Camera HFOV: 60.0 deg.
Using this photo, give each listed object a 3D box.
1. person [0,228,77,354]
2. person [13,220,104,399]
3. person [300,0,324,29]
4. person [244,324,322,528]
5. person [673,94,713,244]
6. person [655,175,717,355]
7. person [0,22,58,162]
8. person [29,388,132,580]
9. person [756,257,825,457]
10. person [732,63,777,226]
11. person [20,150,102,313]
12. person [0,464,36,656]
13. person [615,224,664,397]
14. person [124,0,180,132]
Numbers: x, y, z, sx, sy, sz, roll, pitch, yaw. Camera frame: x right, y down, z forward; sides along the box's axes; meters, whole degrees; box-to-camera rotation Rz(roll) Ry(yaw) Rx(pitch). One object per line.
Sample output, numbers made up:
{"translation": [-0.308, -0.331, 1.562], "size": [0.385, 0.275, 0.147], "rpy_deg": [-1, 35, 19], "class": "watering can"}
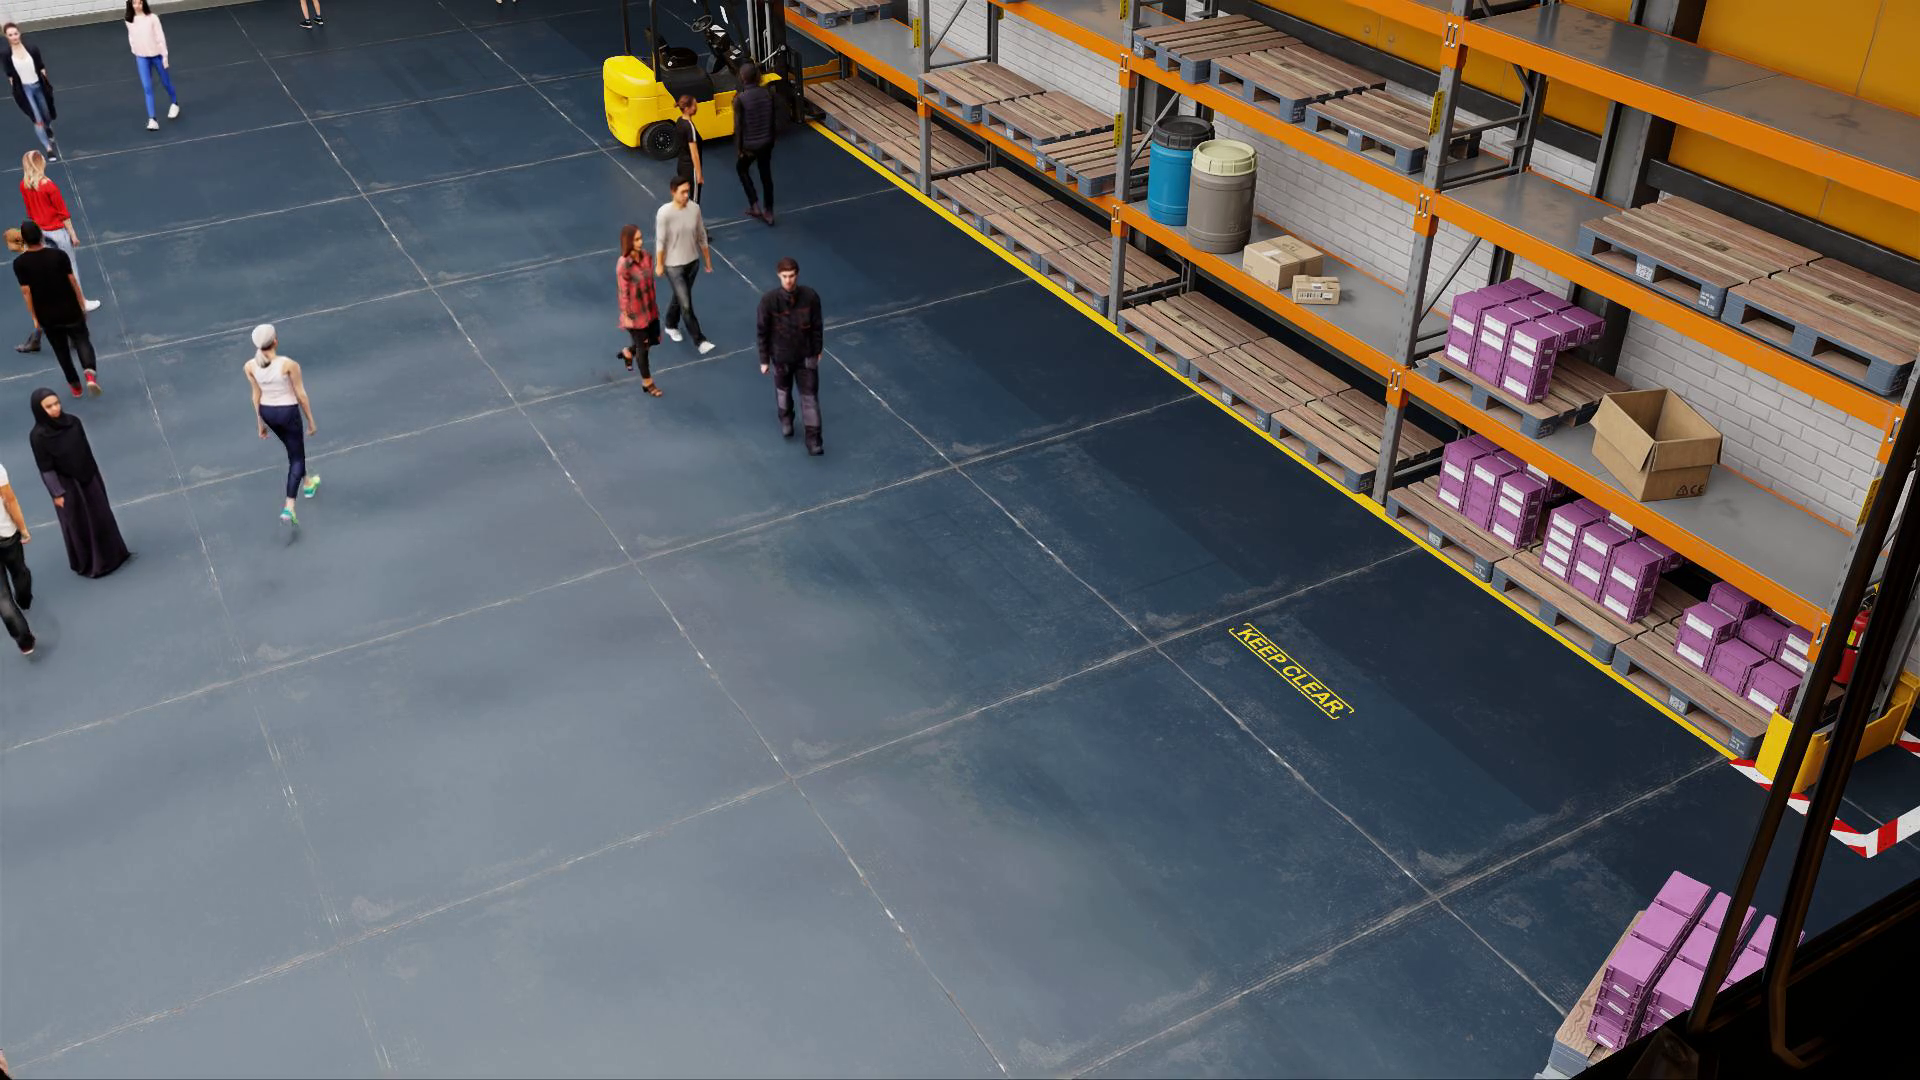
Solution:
{"translation": [-8.854, -2.434, 16.188], "size": [0.595, 1.284, 0.833], "rpy_deg": [-16, 37, -22], "class": "person"}
{"translation": [-8.235, -2.049, 15.194], "size": [0.628, 1.743, 0.859], "rpy_deg": [-18, 38, -25], "class": "person"}
{"translation": [-9.980, -8.544, 25.231], "size": [0.580, 1.449, 0.579], "rpy_deg": [24, 41, 32], "class": "person"}
{"translation": [-5.525, -0.906, 13.542], "size": [1.012, 1.670, 1.223], "rpy_deg": [1, 34, 2], "class": "person"}
{"translation": [-2.987, -4.101, 18.349], "size": [0.652, 1.668, 0.478], "rpy_deg": [-15, 36, -21], "class": "person"}
{"translation": [-2.763, -2.716, 16.172], "size": [0.849, 1.771, 1.204], "rpy_deg": [-26, 41, -33], "class": "person"}
{"translation": [-11.483, -5.566, 20.556], "size": [0.657, 1.665, 0.995], "rpy_deg": [-20, 38, -27], "class": "person"}
{"translation": [-6.894, -0.472, 12.940], "size": [0.766, 1.612, 0.728], "rpy_deg": [16, 37, 22], "class": "person"}
{"translation": [-1.475, -1.653, 14.554], "size": [0.971, 1.792, 1.224], "rpy_deg": [-7, 34, -10], "class": "person"}
{"translation": [-2.248, -4.411, 18.679], "size": [0.763, 1.819, 0.713], "rpy_deg": [-21, 39, -28], "class": "person"}
{"translation": [-9.170, -3.113, 16.831], "size": [0.674, 1.703, 0.737], "rpy_deg": [9, 35, 13], "class": "person"}
{"translation": [-7.031, 0.024, 12.063], "size": [0.700, 1.756, 1.164], "rpy_deg": [-21, 39, -28], "class": "person"}
{"translation": [-3.029, -2.129, 15.362], "size": [0.908, 1.690, 0.800], "rpy_deg": [19, 38, 27], "class": "person"}
{"translation": [-10.393, -6.218, 21.497], "size": [1.030, 1.708, 1.268], "rpy_deg": [0, 34, 0], "class": "person"}
